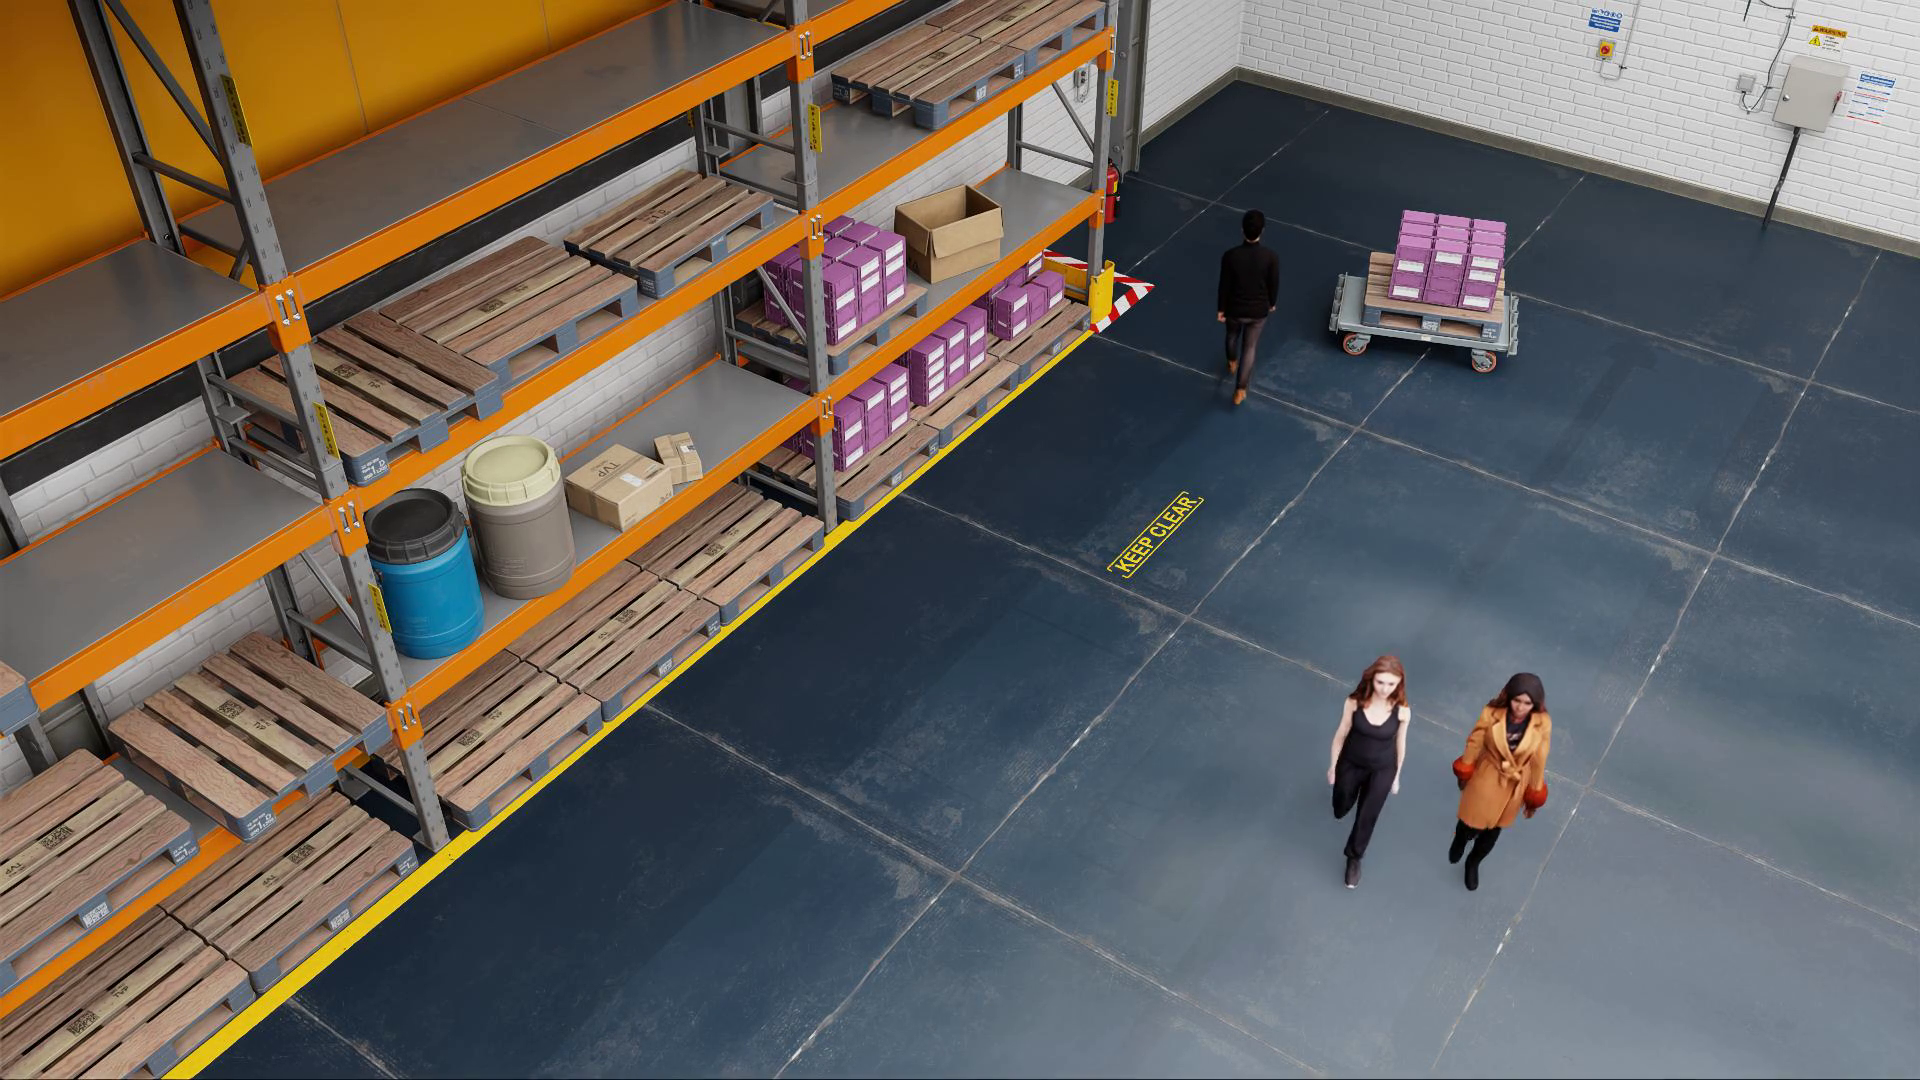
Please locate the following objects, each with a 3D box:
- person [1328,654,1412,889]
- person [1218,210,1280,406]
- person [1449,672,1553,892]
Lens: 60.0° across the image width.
[{"bbox_3d":[2.465,1.302,10.073,0.811,1.730,1.021,8,39,10],"label":"person"},{"bbox_3d":[2.446,-1.952,14.181,0.881,1.688,1.167,10,40,12],"label":"person"},{"bbox_3d":[3.222,1.400,9.966,0.812,1.710,0.816,9,39,11],"label":"person"}]
